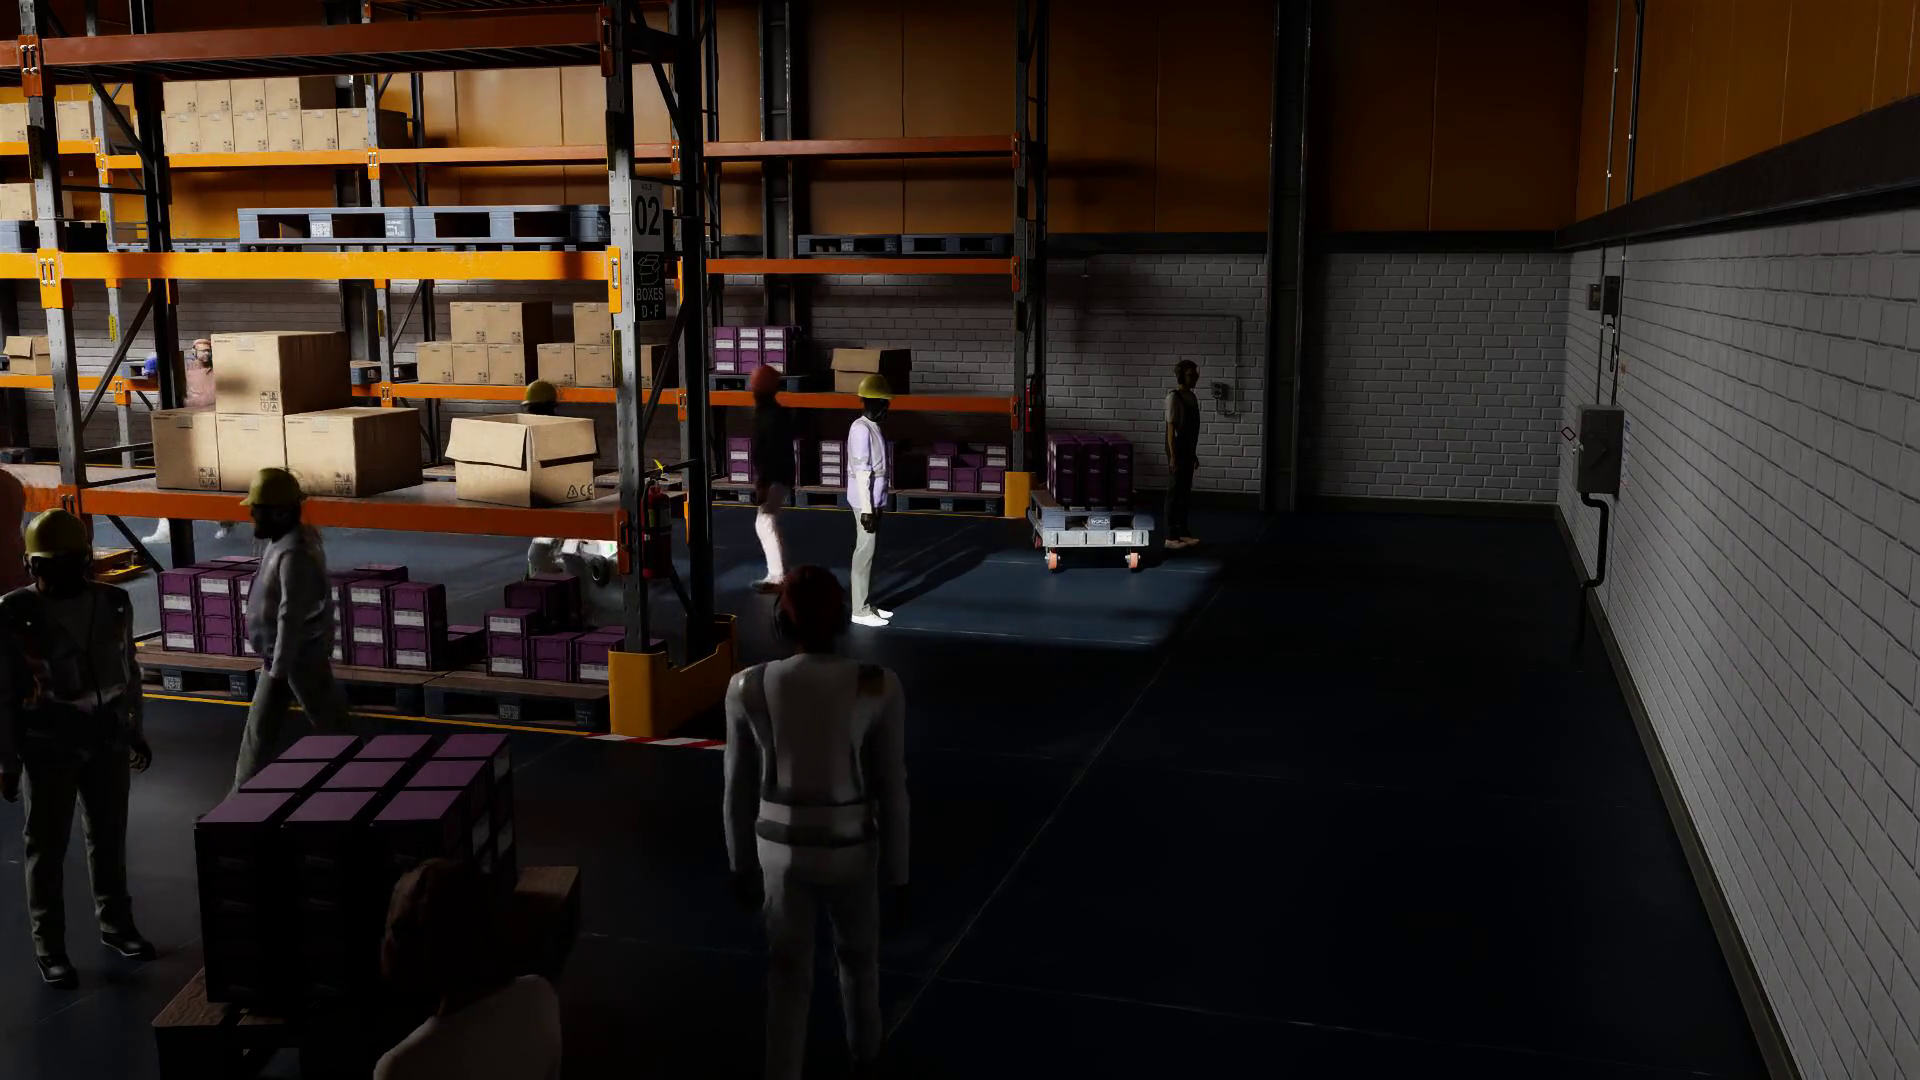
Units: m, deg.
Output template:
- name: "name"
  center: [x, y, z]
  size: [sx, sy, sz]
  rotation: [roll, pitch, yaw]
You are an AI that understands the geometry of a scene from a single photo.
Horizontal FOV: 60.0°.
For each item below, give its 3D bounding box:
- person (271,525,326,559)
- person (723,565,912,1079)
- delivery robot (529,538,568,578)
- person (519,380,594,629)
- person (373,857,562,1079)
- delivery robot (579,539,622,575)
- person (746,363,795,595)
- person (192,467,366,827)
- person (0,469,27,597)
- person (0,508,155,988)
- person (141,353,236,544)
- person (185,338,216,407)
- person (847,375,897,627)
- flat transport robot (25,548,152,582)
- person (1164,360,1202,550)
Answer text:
- name: "person"
  center: [-4.963, -0.073, 12.297]
  size: [0.794, 1.608, 0.519]
  rotation: [4, 10, 22]
- name: "person"
  center: [-0.448, 0.987, 5.220]
  size: [0.602, 1.830, 0.995]
  rotation: [0, 9, 2]
- name: "delivery robot"
  center: [-3.297, 0.217, 13.476]
  size: [0.477, 0.478, 0.707]
  rotation: [-2, 10, -10]
- name: "person"
  center: [-3.057, -0.246, 12.507]
  size: [0.609, 1.892, 0.625]
  rotation: [0, 9, 3]
- name: "person"
  center: [-0.989, 1.406, 3.267]
  size: [0.595, 1.609, 0.529]
  rotation: [4, 10, 25]
- name: "delivery robot"
  center: [-3.086, 0.044, 14.530]
  size: [0.477, 0.478, 0.707]
  rotation: [-8, 12, -41]
- name: "person"
  center: [-1.594, -0.509, 13.912]
  size: [0.427, 1.964, 0.638]
  rotation: [-3, 10, -16]
- name: "person"
  center: [-3.254, 0.532, 8.107]
  size: [0.924, 1.786, 0.611]
  rotation: [-5, 11, -28]
- name: "person"
  center: [-5.613, 0.262, 9.559]
  size: [1.011, 1.857, 0.644]
  rotation: [2, 10, 12]
- name: "person"
  center: [-3.421, 0.781, 6.432]
  size: [0.404, 1.831, 0.601]
  rotation: [6, 11, 34]
- name: "person"
  center: [-7.693, -0.903, 16.498]
  size: [0.852, 1.914, 0.607]
  rotation: [-3, 10, -19]
- name: "person"
  center: [-8.853, -1.409, 19.553]
  size: [0.410, 1.912, 0.643]
  rotation: [8, 12, 40]
- name: "person"
  center: [-0.671, -0.308, 12.790]
  size: [0.382, 1.924, 0.594]
  rotation: [1, 9, 5]
- name: "flat transport robot"
  center: [-7.969, 0.210, 14.667]
  size: [1.431, 0.197, 0.652]
  rotation: [1, 9, 4]
- name: "person"
  center: [2.183, -0.834, 16.243]
  size: [0.344, 1.846, 0.507]
  rotation: [6, 11, 32]
